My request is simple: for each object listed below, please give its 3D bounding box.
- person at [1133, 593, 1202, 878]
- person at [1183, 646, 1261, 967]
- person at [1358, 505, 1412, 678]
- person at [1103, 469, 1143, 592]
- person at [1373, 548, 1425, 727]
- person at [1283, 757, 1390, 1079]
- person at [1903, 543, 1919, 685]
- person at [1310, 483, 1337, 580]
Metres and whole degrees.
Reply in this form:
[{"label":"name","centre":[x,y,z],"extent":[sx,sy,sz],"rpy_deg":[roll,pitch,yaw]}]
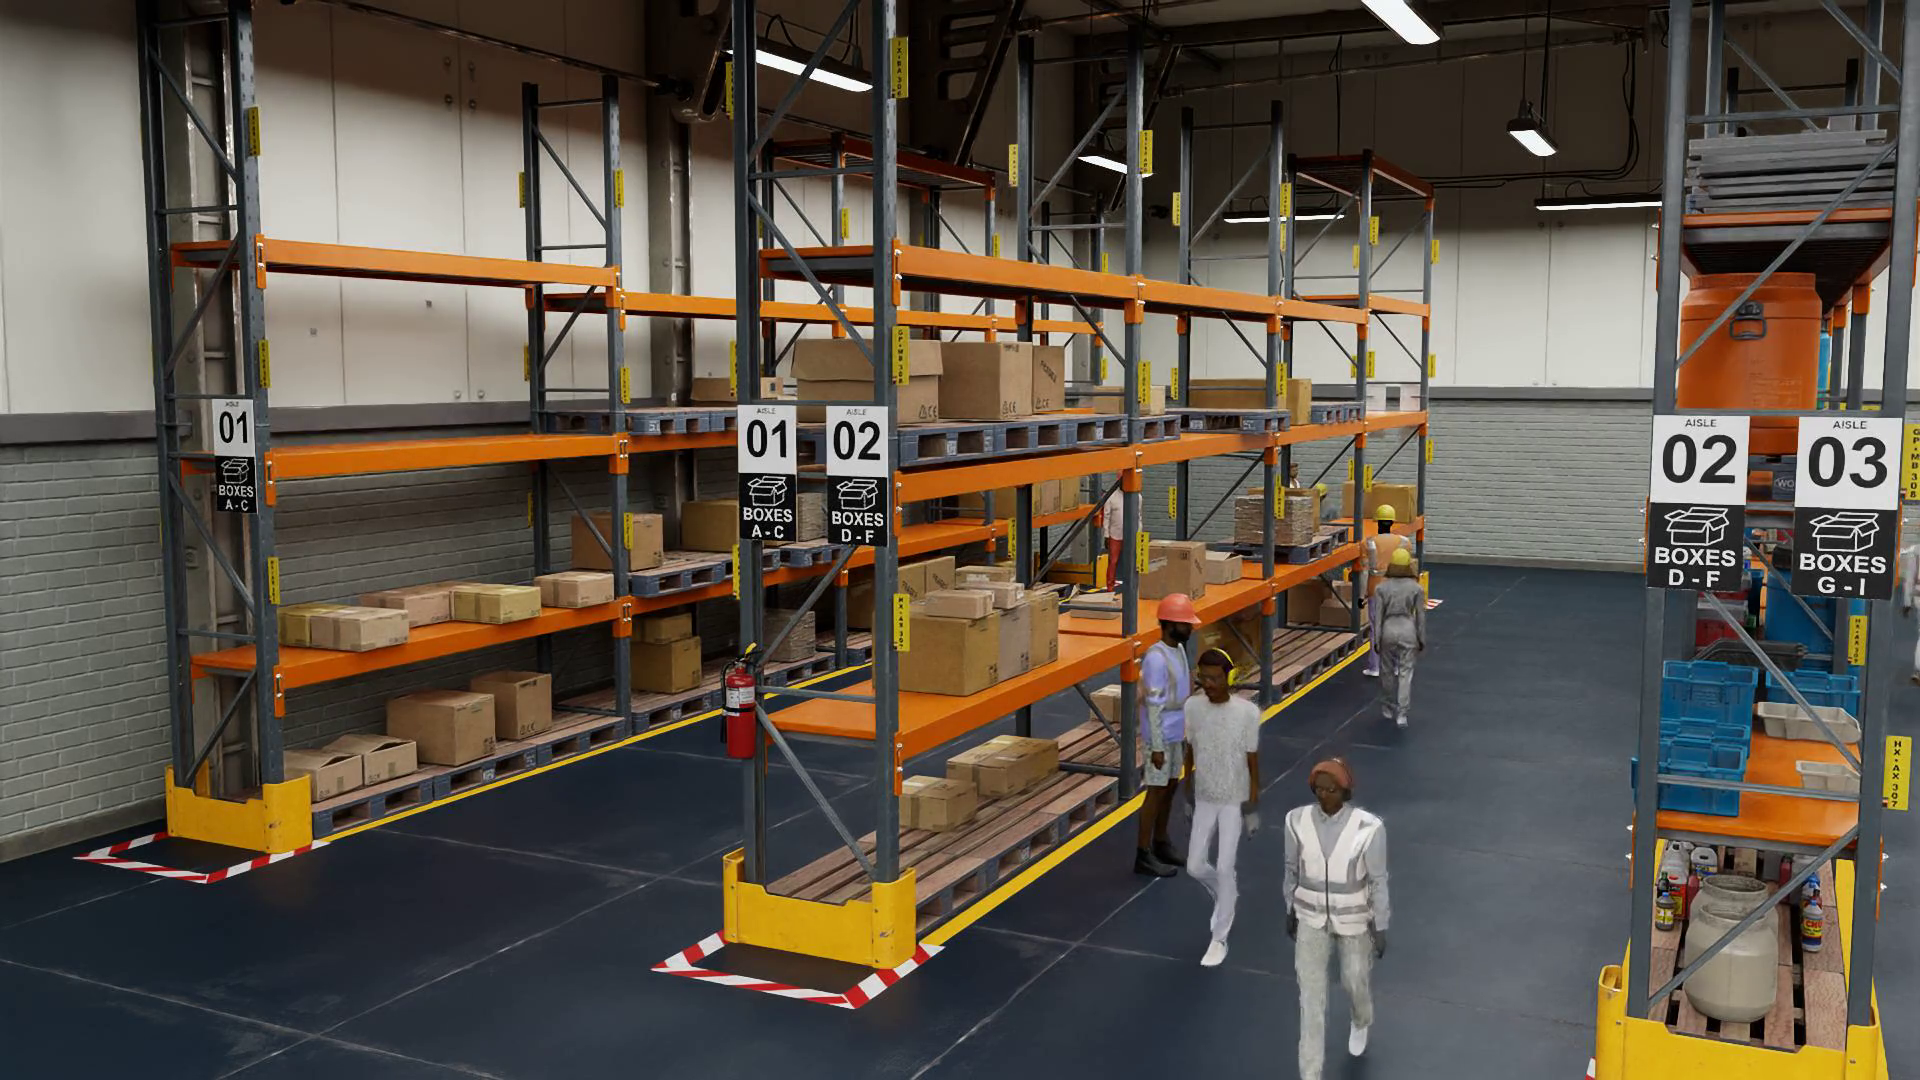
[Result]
[{"label":"person","centre":[1.428,1.316,11.276],"extent":[0.414,1.925,0.553],"rpy_deg":[3,7,26]},{"label":"person","centre":[1.542,1.517,9.684],"extent":[0.510,1.847,0.540],"rpy_deg":[4,7,31]},{"label":"person","centre":[4.711,0.571,18.483],"extent":[0.584,1.928,0.367],"rpy_deg":[0,6,-5]},{"label":"person","centre":[2.390,-0.061,24.311],"extent":[0.612,1.991,0.392],"rpy_deg":[-2,6,-16]},{"label":"person","centre":[4.231,0.932,16.044],"extent":[0.492,1.708,0.812],"rpy_deg":[1,6,13]},{"label":"person","centre":[1.829,1.813,8.024],"extent":[0.535,1.609,0.811],"rpy_deg":[3,7,26]},{"label":"person","centre":[10.346,0.686,17.618],"extent":[0.429,1.869,0.610],"rpy_deg":[-4,7,-36]},{"label":"person","centre":[5.352,0.014,24.795],"extent":[0.611,1.736,0.454],"rpy_deg":[4,7,34]}]
